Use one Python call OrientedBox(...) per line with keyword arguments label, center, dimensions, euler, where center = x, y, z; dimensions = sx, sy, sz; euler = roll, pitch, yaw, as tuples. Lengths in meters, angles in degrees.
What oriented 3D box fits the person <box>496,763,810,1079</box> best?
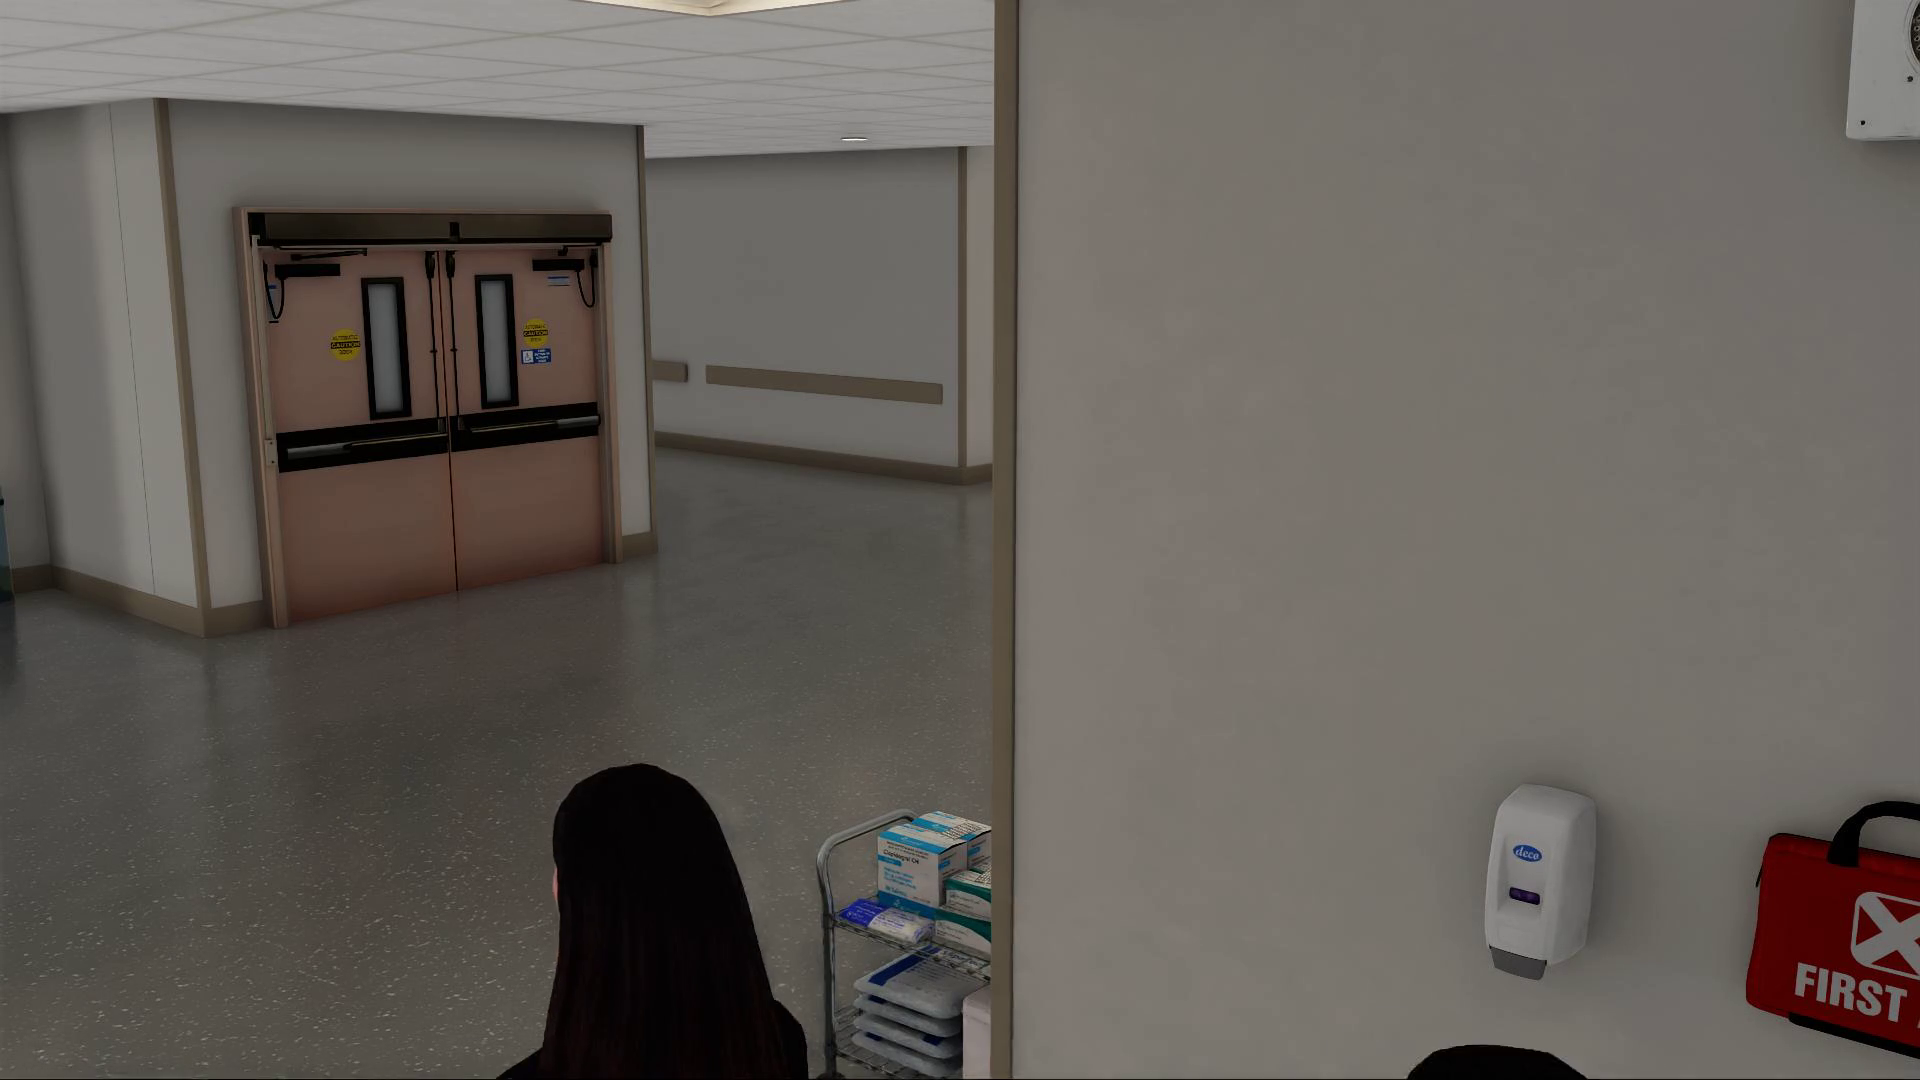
OrientedBox(label="person", center=(-0.289, 1.137, 1.857), dimensions=(1.082, 1.702, 0.765), euler=(-11, 15, -44))
